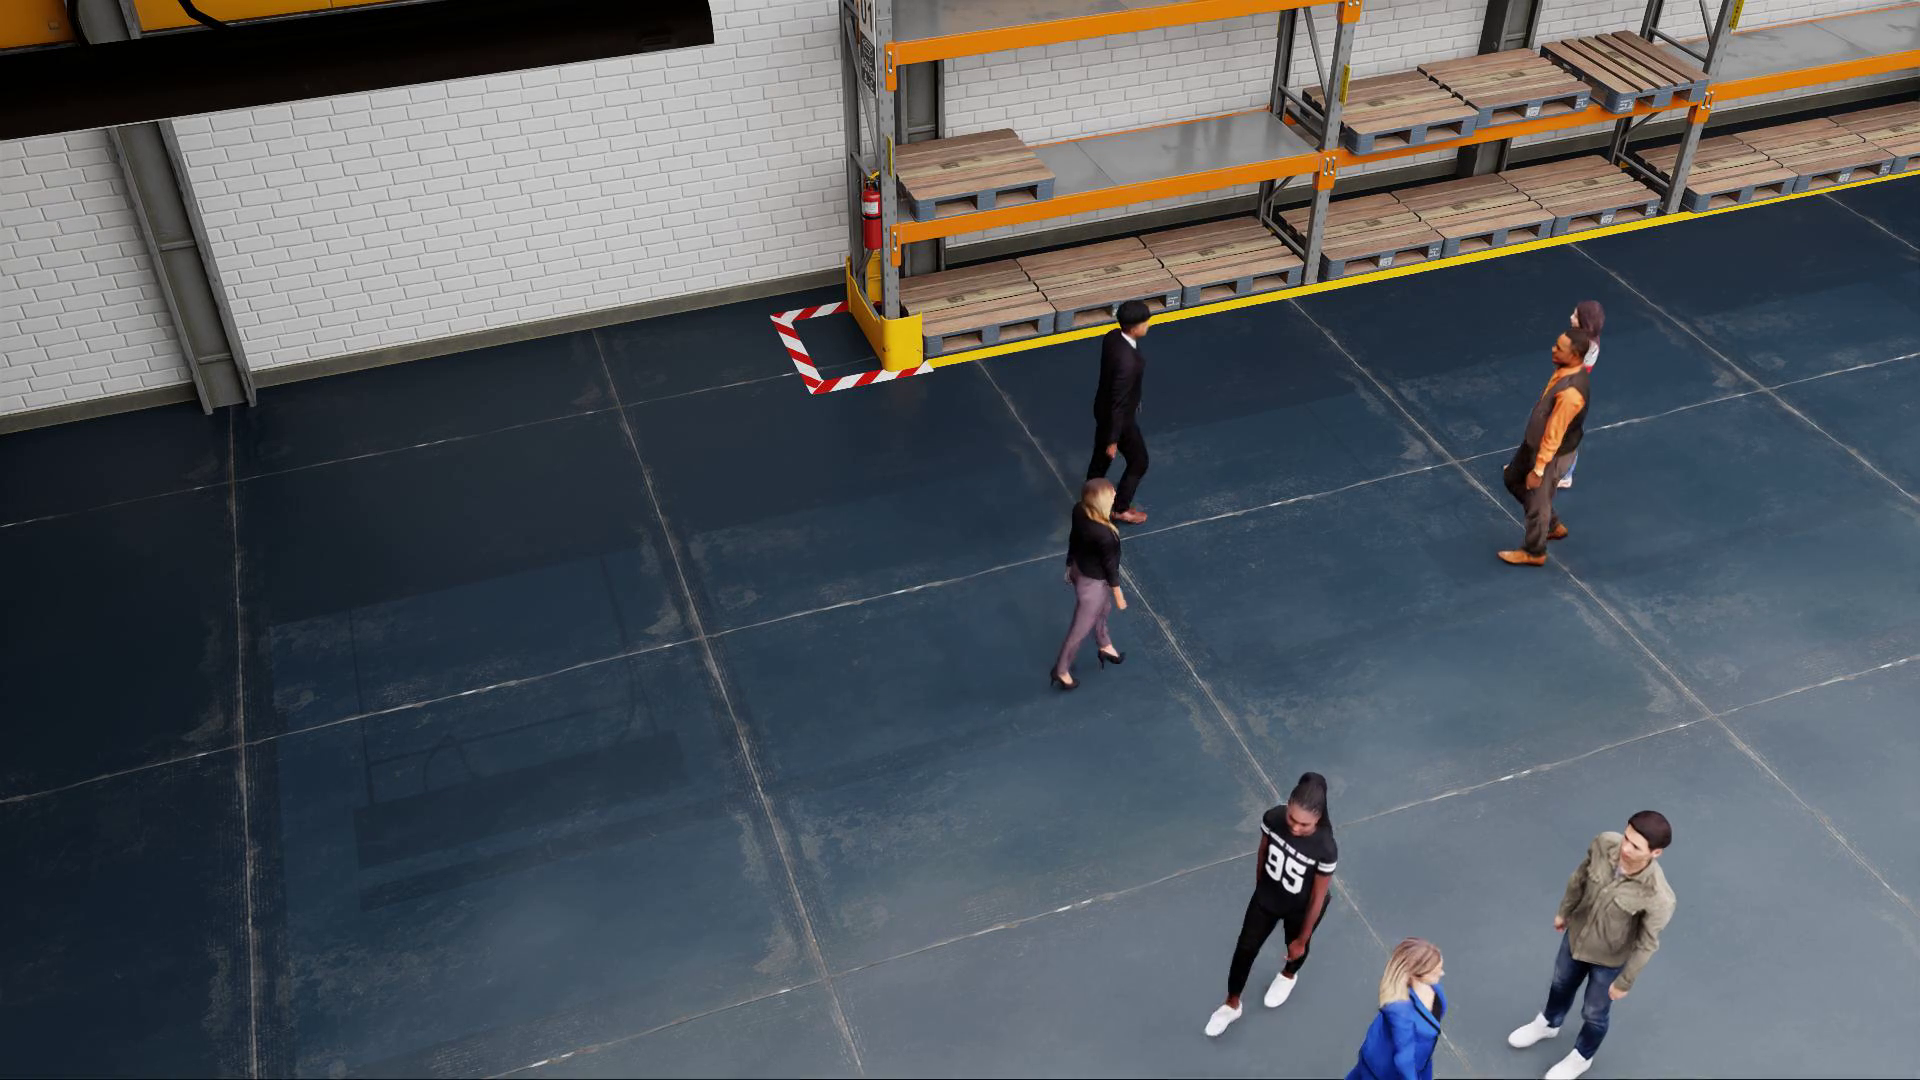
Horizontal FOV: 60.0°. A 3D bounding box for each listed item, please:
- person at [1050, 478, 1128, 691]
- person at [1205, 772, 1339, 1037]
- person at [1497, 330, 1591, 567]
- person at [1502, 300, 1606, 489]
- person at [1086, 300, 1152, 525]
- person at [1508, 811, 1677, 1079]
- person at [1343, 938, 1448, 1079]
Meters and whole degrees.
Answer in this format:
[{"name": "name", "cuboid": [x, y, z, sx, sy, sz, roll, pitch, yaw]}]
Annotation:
[{"name": "person", "cuboid": [0.736, 0.318, 10.520, 0.801, 1.653, 0.611, -10, 40, -12]}, {"name": "person", "cuboid": [1.751, 1.824, 8.582, 0.863, 1.718, 1.004, 28, 46, 31]}, {"name": "person", "cuboid": [4.168, -0.589, 11.462, 0.929, 1.894, 0.872, 7, 39, 9]}, {"name": "person", "cuboid": [4.564, -1.041, 12.268, 0.837, 1.596, 0.745, 2, 39, 2]}, {"name": "person", "cuboid": [1.018, -0.879, 11.851, 0.757, 1.861, 0.775, -8, 39, -10]}, {"name": "person", "cuboid": [3.209, 1.999, 8.246, 0.608, 1.865, 0.711, -15, 41, -18]}, {"name": "person", "cuboid": [1.949, 2.422, 7.879, 1.121, 1.661, 1.102, 18, 42, 21]}]
